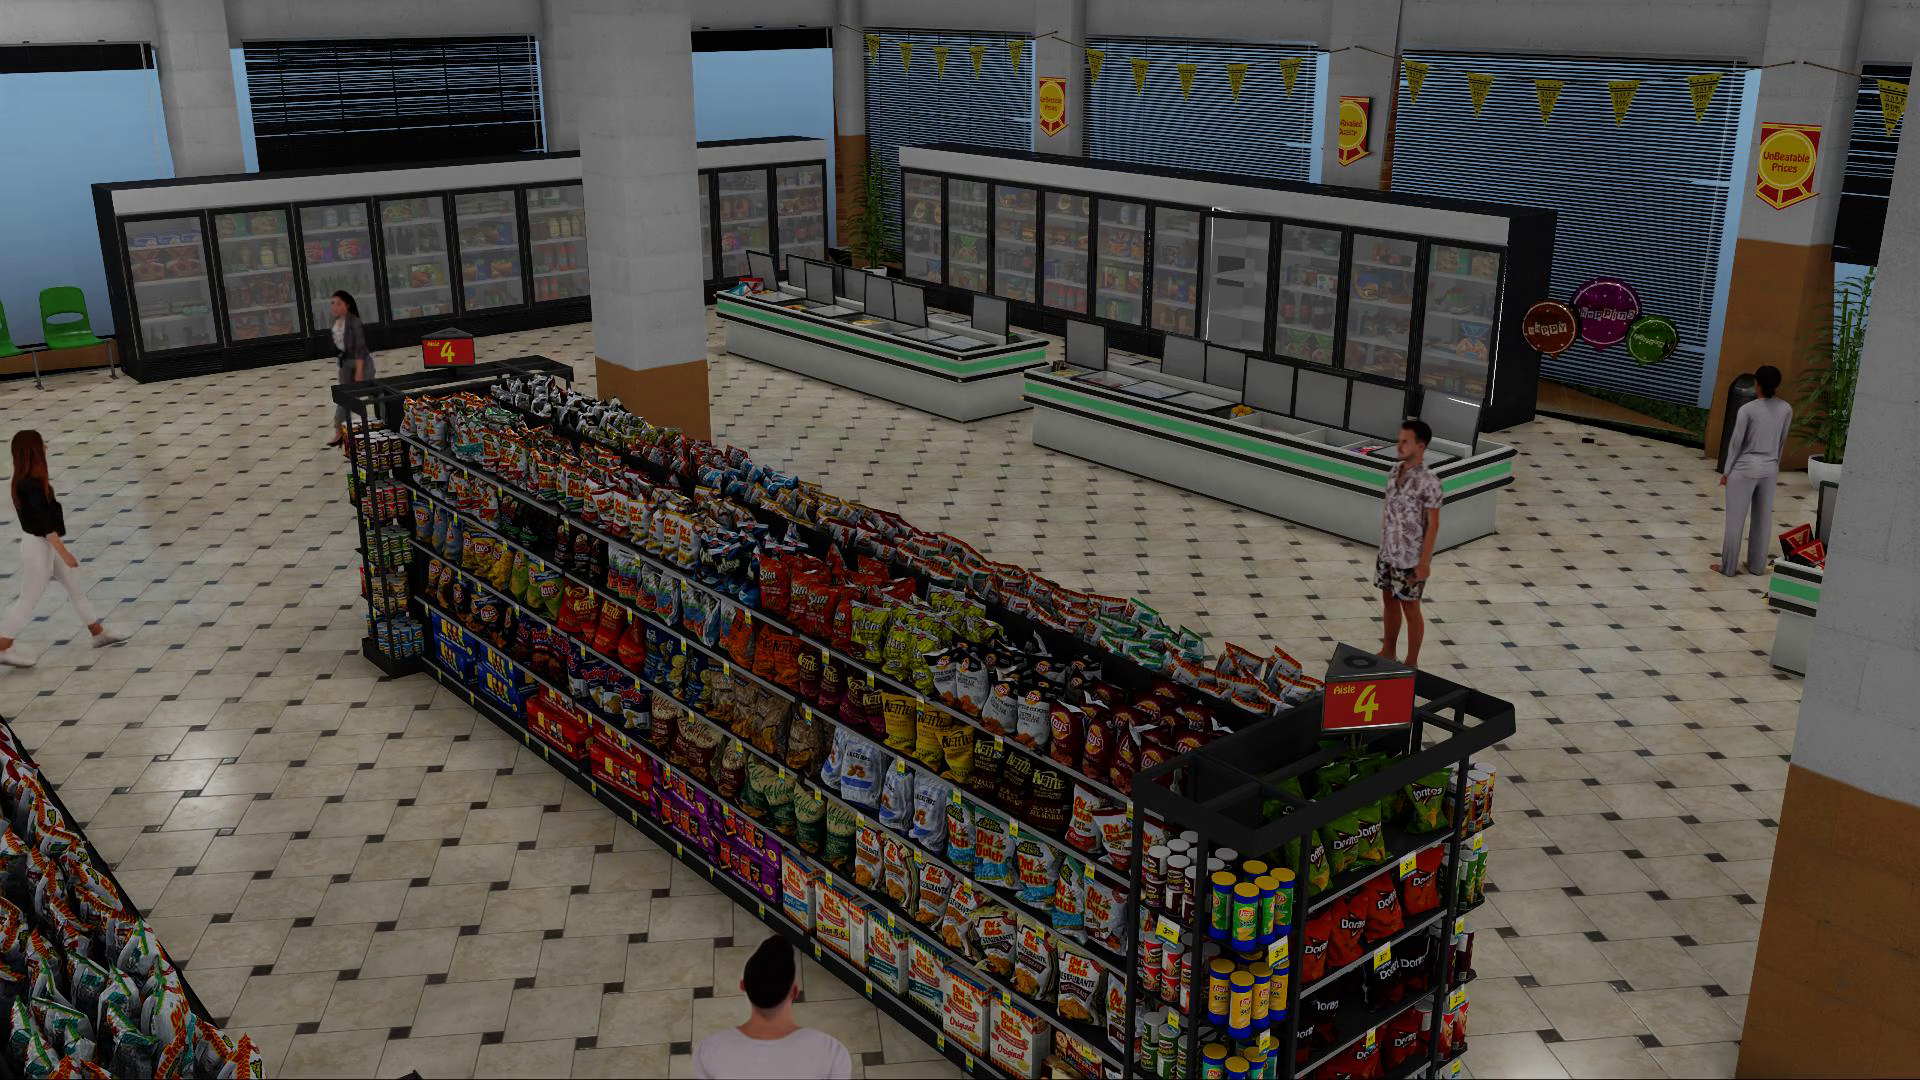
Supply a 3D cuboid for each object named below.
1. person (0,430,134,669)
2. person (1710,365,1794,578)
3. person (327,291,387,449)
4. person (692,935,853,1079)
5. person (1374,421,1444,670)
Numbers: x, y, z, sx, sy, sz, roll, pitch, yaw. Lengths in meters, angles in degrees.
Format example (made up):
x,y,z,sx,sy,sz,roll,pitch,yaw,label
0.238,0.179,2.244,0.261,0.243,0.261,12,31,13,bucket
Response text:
x,y,z,sx,sy,sz,roll,pitch,yaw,label
-6.488,0.101,11.580,0.843,1.661,1.123,-9,21,-26,person
6.407,-0.555,13.409,0.712,1.737,0.725,-2,19,-7,person
-6.153,-1.762,17.164,1.059,1.624,0.886,14,23,37,person
-0.576,2.091,5.398,0.744,1.840,0.792,1,19,2,person
3.088,0.056,11.472,0.799,1.815,0.638,-6,20,-18,person
